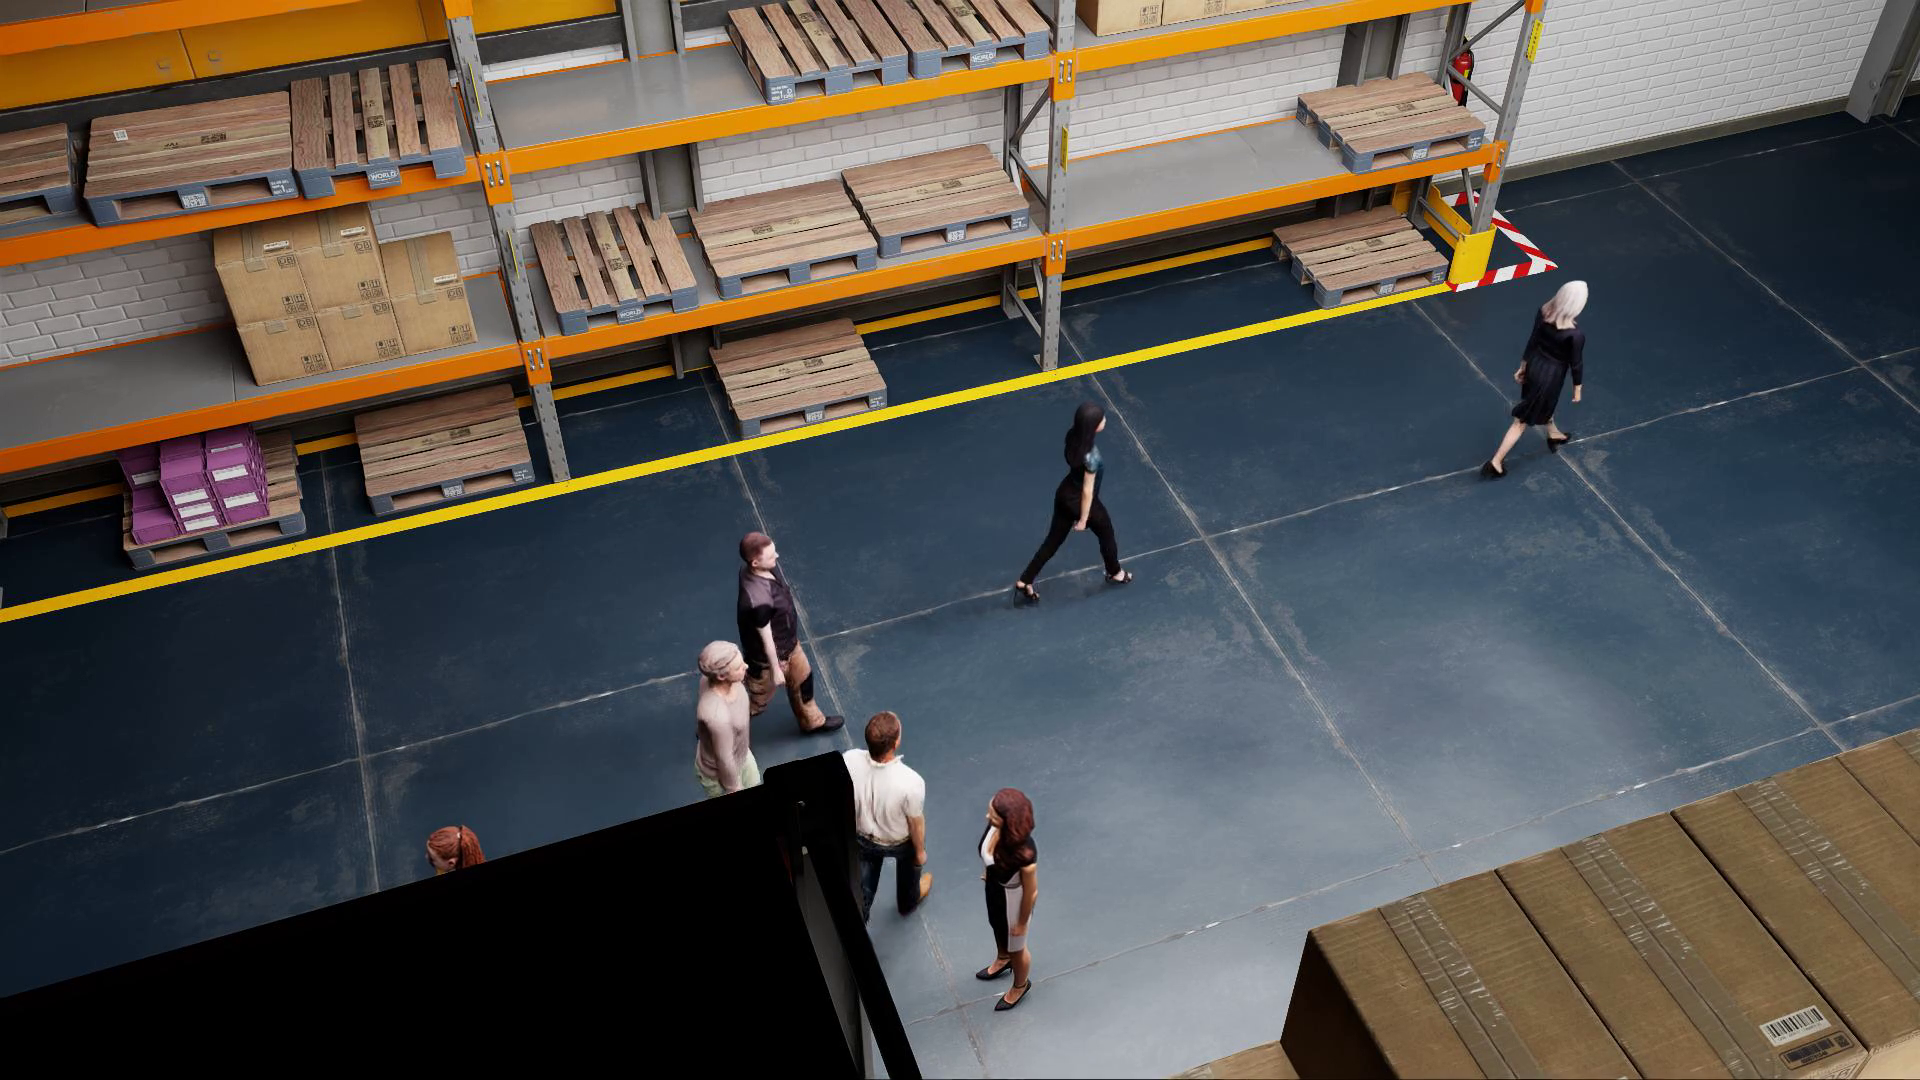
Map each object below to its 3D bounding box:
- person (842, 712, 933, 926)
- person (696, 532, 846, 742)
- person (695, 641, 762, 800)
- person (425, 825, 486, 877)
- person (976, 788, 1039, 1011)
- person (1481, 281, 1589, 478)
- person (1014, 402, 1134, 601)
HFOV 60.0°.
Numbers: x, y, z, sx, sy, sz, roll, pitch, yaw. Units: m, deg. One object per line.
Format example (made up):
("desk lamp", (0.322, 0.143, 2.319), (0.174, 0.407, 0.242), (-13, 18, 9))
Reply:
("person", (-0.482, 1.693, 9.063), (1.181, 1.812, 1.265), (19, 47, 19))
("person", (-1.265, 0.658, 10.156), (1.252, 1.804, 0.903), (-3, 44, -3))
("person", (-1.419, 1.285, 9.463), (1.185, 1.851, 0.909), (-1, 44, -1))
("person", (-2.528, 2.057, 8.725), (0.569, 1.751, 0.605), (-18, 46, -18))
("person", (0.255, 1.907, 8.850), (0.497, 1.796, 0.599), (-17, 46, -17))
("person", (4.173, -1.115, 12.081), (1.092, 1.714, 0.688), (-18, 47, -18))
("person", (0.718, -0.221, 11.161), (1.106, 1.688, 0.596), (-16, 46, -16))
